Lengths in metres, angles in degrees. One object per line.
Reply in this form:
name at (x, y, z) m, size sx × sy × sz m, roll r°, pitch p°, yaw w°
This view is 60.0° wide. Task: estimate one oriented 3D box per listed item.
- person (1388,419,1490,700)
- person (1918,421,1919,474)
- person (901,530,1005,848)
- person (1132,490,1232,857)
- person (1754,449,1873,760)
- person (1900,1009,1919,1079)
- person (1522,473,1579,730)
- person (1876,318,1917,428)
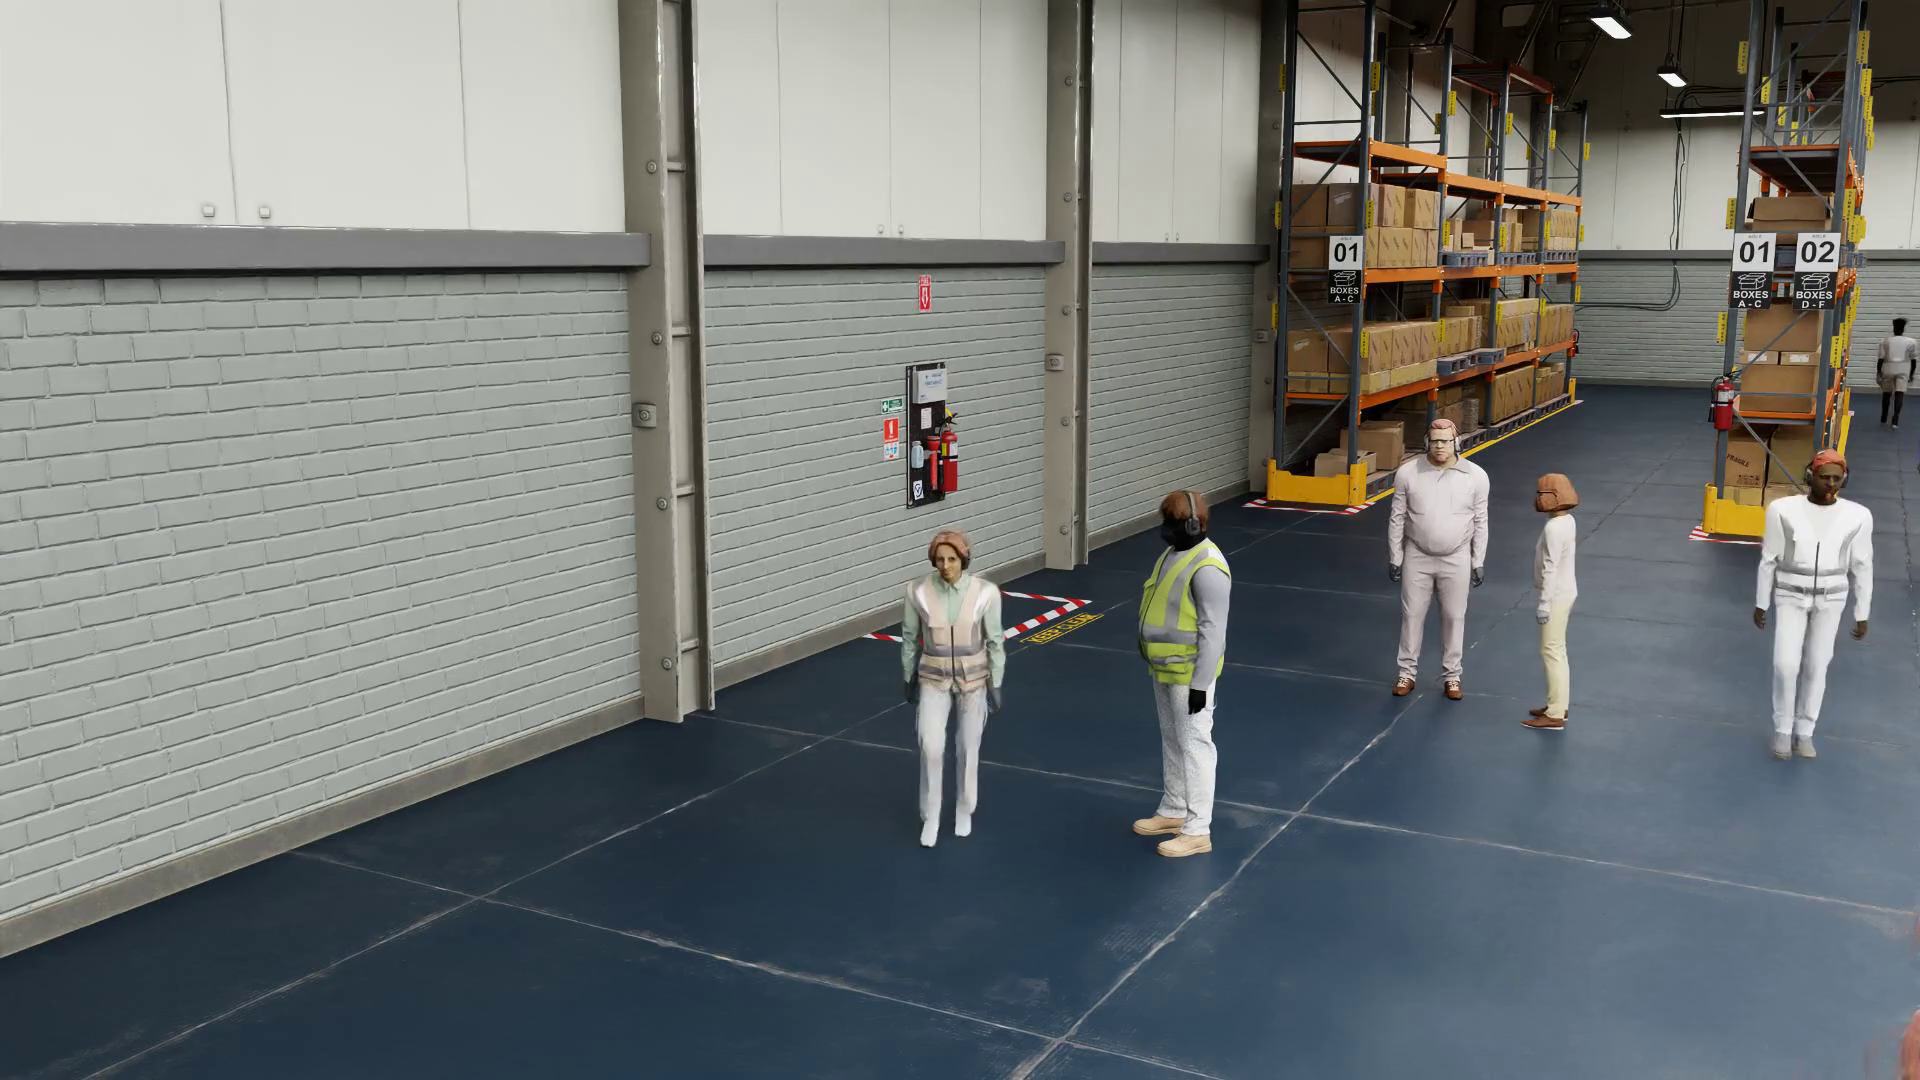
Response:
person at (3.227, 0.132, 11.259) m, size 0.654 × 1.906 × 0.408 m, roll 3°, pitch 10°, yaw 16°
person at (9.882, -0.838, 16.566) m, size 0.625 × 2.032 × 0.552 m, roll 6°, pitch 12°, yaw 32°
person at (-0.036, 0.755, 8.440) m, size 0.530 × 1.616 × 0.576 m, roll 0°, pitch 10°, yaw 0°
person at (1.111, 0.659, 8.367) m, size 0.429 × 1.844 × 0.623 m, roll -2°, pitch 10°, yaw -13°
person at (5.051, 0.395, 9.841) m, size 0.604 × 1.859 × 0.577 m, roll 3°, pitch 10°, yaw 18°
person at (1.957, 1.507, 3.016) m, size 0.555 × 1.975 × 0.618 m, roll -4°, pitch 10°, yaw -22°
person at (3.774, 0.388, 10.584) m, size 0.282 × 1.626 × 0.509 m, roll 6°, pitch 11°, yaw 30°
person at (16.414, -2.929, 29.181) m, size 0.613 × 1.910 × 1.046 m, roll 5°, pitch 11°, yaw 27°
